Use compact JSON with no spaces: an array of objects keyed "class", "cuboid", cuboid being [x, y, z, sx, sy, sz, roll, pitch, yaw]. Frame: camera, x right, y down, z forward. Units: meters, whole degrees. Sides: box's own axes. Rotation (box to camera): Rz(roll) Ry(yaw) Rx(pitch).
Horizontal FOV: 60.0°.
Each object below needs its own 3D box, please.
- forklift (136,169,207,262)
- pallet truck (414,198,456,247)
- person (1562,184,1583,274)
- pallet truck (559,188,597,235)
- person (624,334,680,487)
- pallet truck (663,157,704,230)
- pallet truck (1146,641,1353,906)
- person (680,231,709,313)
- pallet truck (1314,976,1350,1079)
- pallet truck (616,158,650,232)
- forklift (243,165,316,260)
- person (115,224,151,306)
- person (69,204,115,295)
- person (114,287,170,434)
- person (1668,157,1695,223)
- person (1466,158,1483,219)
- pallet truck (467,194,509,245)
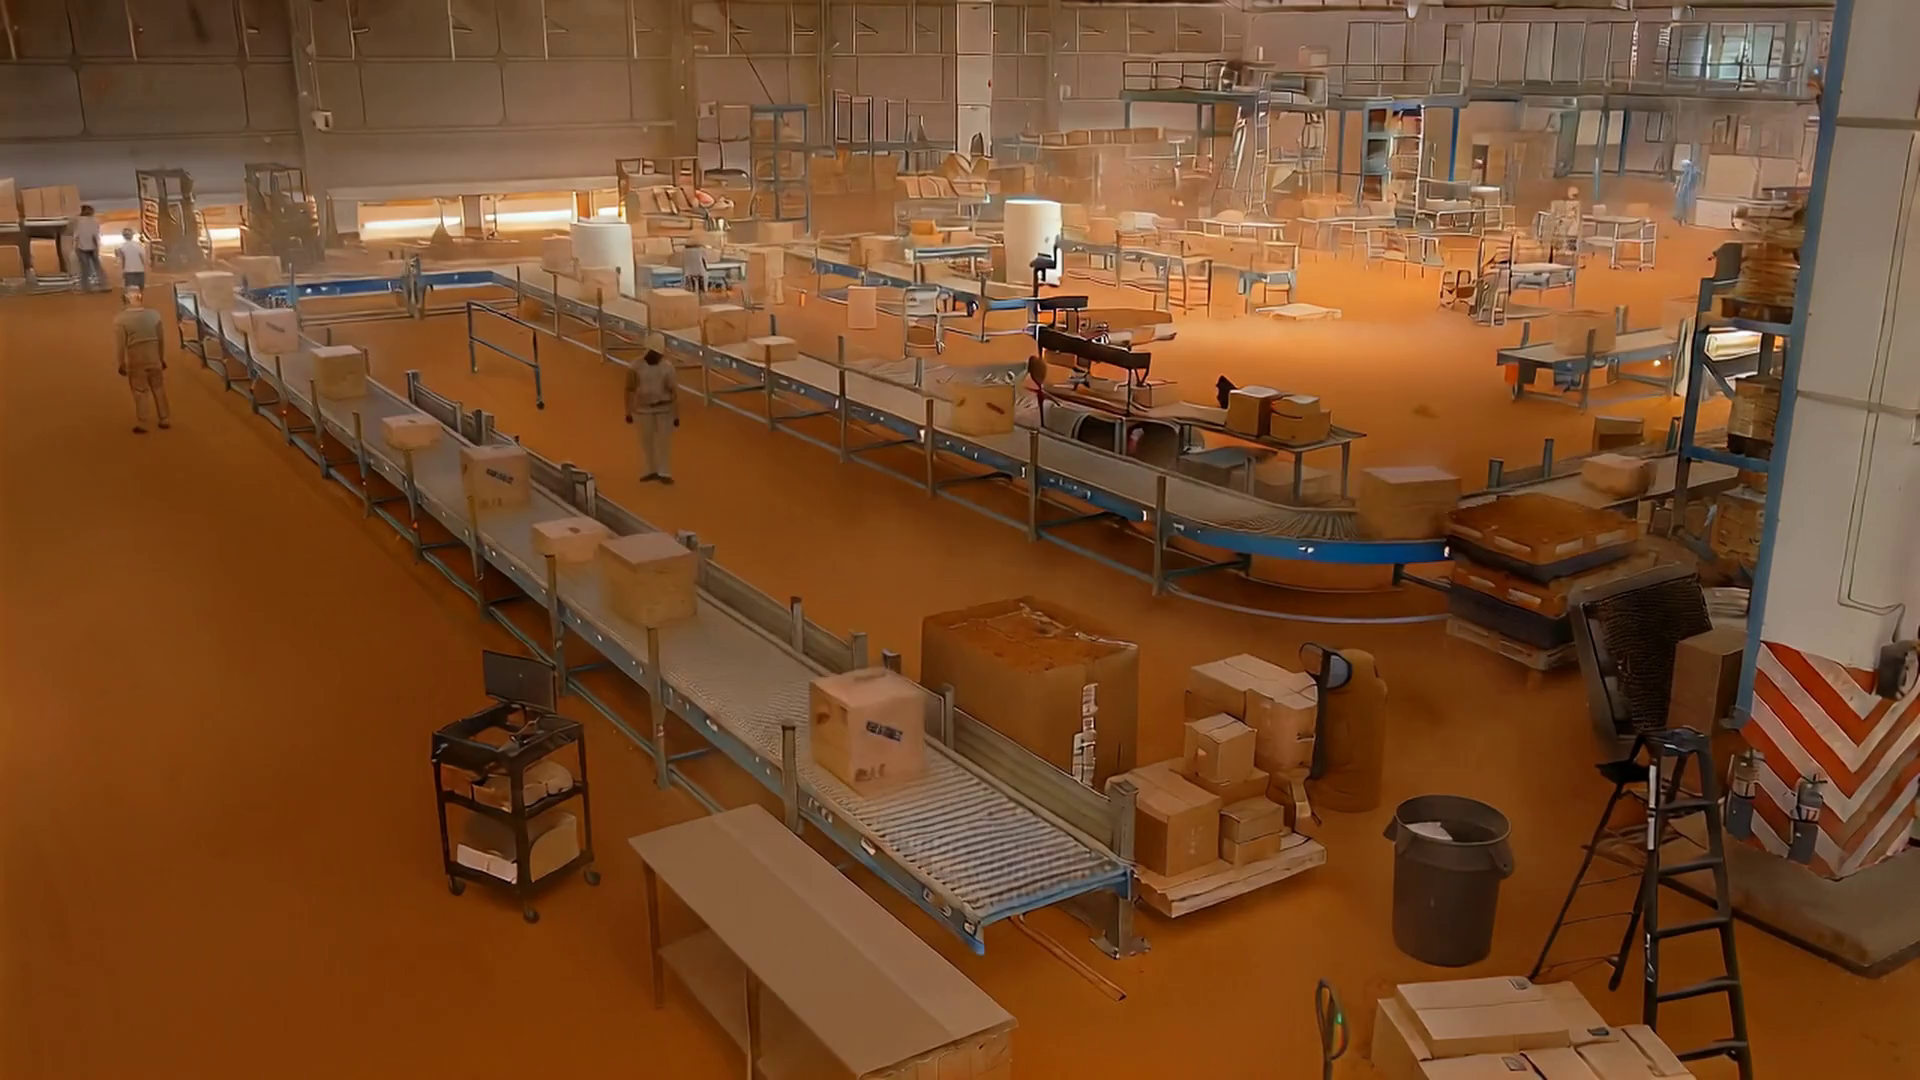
[{"class":"forklift","cuboid":[-17.842,-7.318,37.559,1.157,1.987,2.680,-10,20,-31]},{"class":"pallet truck","cuboid":[-13.250,-8.060,41.856,0.680,1.201,1.601,-10,20,-31]},{"class":"person","cuboid":[13.388,-6.821,36.513,0.347,1.942,0.549,16,23,42]},{"class":"pallet truck","cuboid":[-10.010,-8.652,43.699,0.653,1.274,1.630,-10,20,-31]},{"class":"person","cuboid":[-3.517,-1.492,19.048,0.623,1.788,0.520,-2,17,-7]},{"class":"pallet truck","cuboid":[-7.586,-9.308,44.692,0.823,1.965,1.885,-11,20,-33]},{"class":"pallet truck","cuboid":[1.664,1.407,10.232,1.630,1.274,0.653,-10,20,-31]},{"class":"person","cuboid":[-4.848,-4.829,30.411,0.507,1.631,0.266,1,17,5]},{"class":"pallet truck","cuboid":[2.299,2.390,7.086,1.601,1.201,0.680,-2,17,-7]},{"class":"pallet truck","cuboid":[-8.918,-9.176,44.255,0.823,1.965,1.885,-9,19,-27]},{"class":"forklift","cuboid":[-15.898,-7.669,38.708,1.157,1.987,2.680,-11,20,-33]},{"class":"person","cuboid":[-15.155,-4.929,30.547,0.542,1.734,0.728,-6,18,-19]},{"class":"person","cuboid":[-17.486,-5.809,33.381,0.712,1.808,0.417,-15,23,-41]},{"class":"person","cuboid":[-10.678,-2.346,21.681,0.405,1.904,0.665,12,20,34]},{"class":"person","cuboid":[20.342,-9.903,47.003,0.626,1.796,0.844,-8,18,-24]},{"class":"person","cuboid":[14.782,-10.065,47.663,0.484,1.736,0.323,-14,22,-39]},{"class":"pallet truck","cuboid":[-11.983,-8.177,42.137,0.704,1.261,1.522,-11,20,-33]}]
